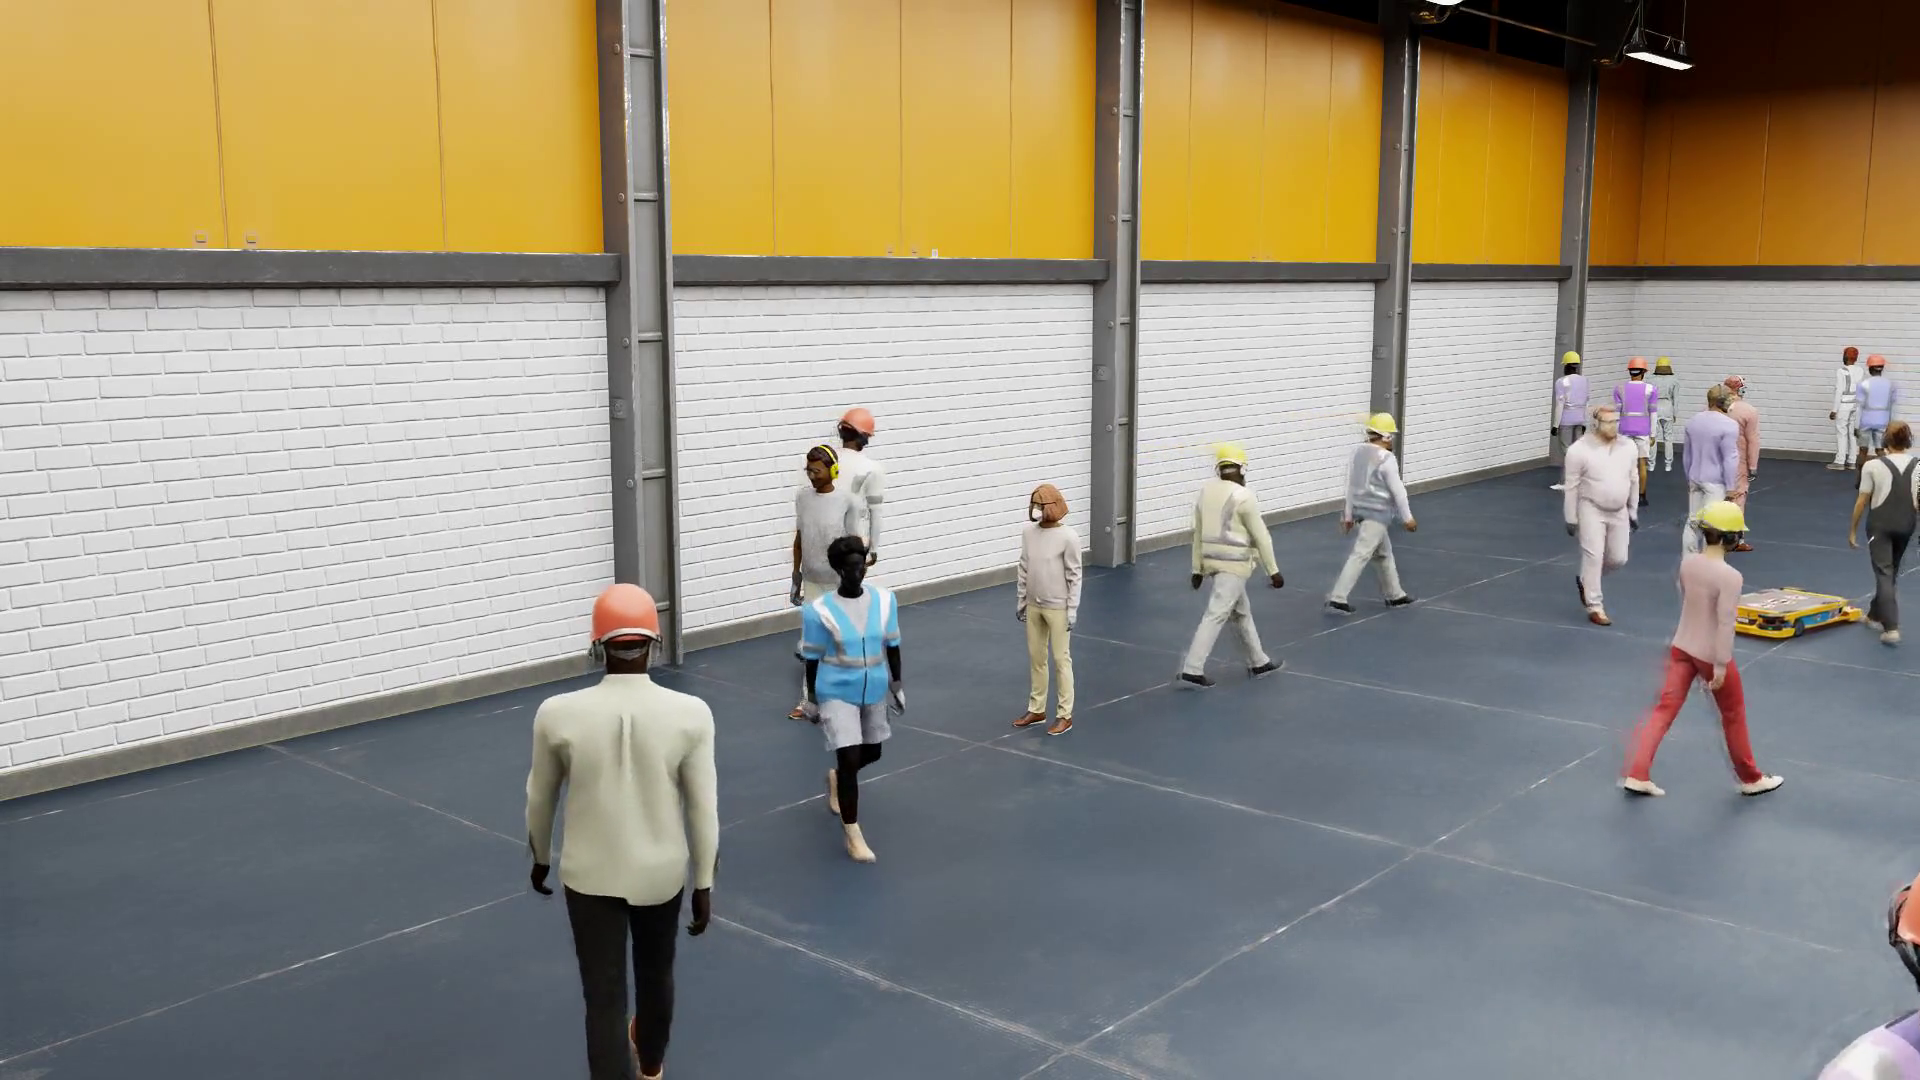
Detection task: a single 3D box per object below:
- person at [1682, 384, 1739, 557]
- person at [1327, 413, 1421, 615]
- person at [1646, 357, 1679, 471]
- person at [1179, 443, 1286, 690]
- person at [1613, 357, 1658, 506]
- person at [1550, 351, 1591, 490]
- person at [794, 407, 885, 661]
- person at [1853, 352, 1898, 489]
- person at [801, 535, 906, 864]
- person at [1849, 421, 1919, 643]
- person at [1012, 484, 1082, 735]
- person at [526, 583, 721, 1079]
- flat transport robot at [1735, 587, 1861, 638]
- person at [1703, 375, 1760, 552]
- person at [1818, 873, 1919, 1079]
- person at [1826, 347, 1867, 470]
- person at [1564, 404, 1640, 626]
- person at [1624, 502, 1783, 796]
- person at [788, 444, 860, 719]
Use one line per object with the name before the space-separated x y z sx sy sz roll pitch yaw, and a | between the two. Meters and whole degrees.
person | 7.247 -0.539 16.073 0.374 1.936 0.629 -3 9 -18
person | 3.642 -0.224 14.620 0.973 1.782 0.576 -2 9 -12
person | 10.681 -1.921 25.370 0.487 1.737 0.321 2 9 13
person | 1.964 0.188 12.053 0.982 1.770 0.602 -4 10 -22
person | 8.704 -1.396 21.478 0.542 1.927 0.374 4 10 25
person | 8.440 -1.646 23.048 0.591 1.926 0.387 -4 10 -23
person | -0.882 0.011 12.426 0.632 1.988 0.667 4 10 25
person | 12.569 -1.610 22.847 0.567 1.922 0.638 2 9 13
person | -0.600 0.774 8.646 0.535 1.671 0.728 -5 10 -30
person | 7.602 -0.074 13.600 0.525 1.801 0.957 2 9 9
person | 0.568 0.445 10.836 0.509 1.632 0.269 9 13 44
person | -1.153 1.112 5.697 0.627 1.939 1.050 -2 9 -15
flat transport robot | 6.970 0.604 14.105 1.431 0.197 0.652 -7 11 -36
person | 8.334 -0.829 17.985 0.410 1.909 0.643 -6 11 -35
person | 1.787 1.501 3.098 0.626 2.001 1.042 -5 11 -31
person | 13.587 -2.012 25.481 0.587 1.882 0.341 -3 10 -20
person | 5.500 -0.238 14.316 0.659 1.891 0.642 -2 9 -10
person | 4.234 0.630 9.425 0.948 1.714 0.529 -3 9 -16
person | -0.905 0.288 11.105 0.520 1.865 0.327 4 10 22
